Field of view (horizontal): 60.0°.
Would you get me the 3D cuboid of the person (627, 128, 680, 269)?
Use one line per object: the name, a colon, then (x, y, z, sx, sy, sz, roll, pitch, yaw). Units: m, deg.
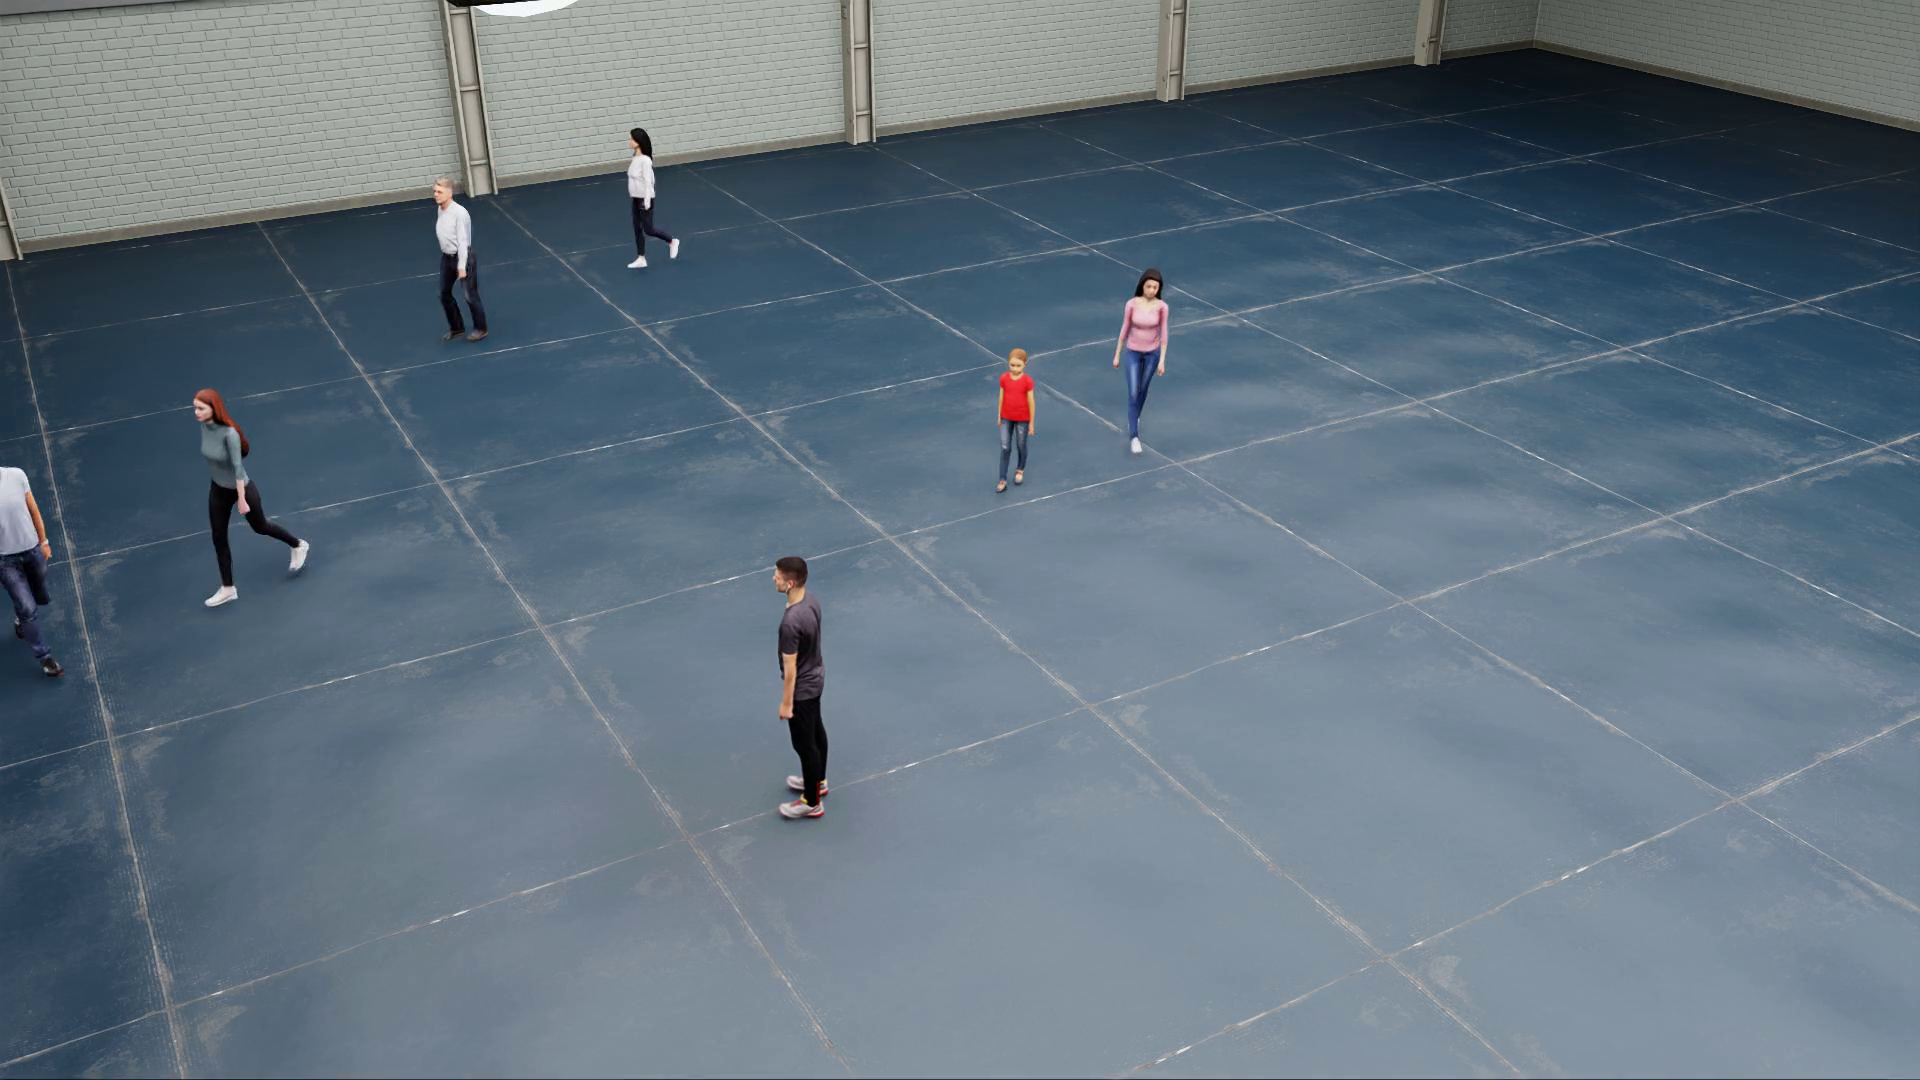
person: (-3.767, -4.133, 20.143, 0.929, 1.688, 0.691, -19, 33, -33)

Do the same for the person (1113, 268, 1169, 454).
person: (1.704, -1.719, 15.453, 1.165, 1.688, 1.103, 3, 27, 5)

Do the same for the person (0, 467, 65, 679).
person: (-6.755, 0.069, 11.829, 1.101, 1.828, 0.897, -24, 35, -38)

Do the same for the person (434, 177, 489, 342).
person: (-5.317, -3.023, 17.866, 0.820, 1.798, 0.884, 16, 31, 28)

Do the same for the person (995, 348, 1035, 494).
person: (0.510, -1.091, 14.663, 0.779, 1.295, 0.839, 7, 28, 14)

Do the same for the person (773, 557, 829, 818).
person: (-0.976, 0.896, 10.295, 0.717, 1.763, 0.703, 2, 27, 4)

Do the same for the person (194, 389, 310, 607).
person: (-5.513, -0.375, 12.828, 0.960, 1.703, 1.233, 15, 31, 27)
